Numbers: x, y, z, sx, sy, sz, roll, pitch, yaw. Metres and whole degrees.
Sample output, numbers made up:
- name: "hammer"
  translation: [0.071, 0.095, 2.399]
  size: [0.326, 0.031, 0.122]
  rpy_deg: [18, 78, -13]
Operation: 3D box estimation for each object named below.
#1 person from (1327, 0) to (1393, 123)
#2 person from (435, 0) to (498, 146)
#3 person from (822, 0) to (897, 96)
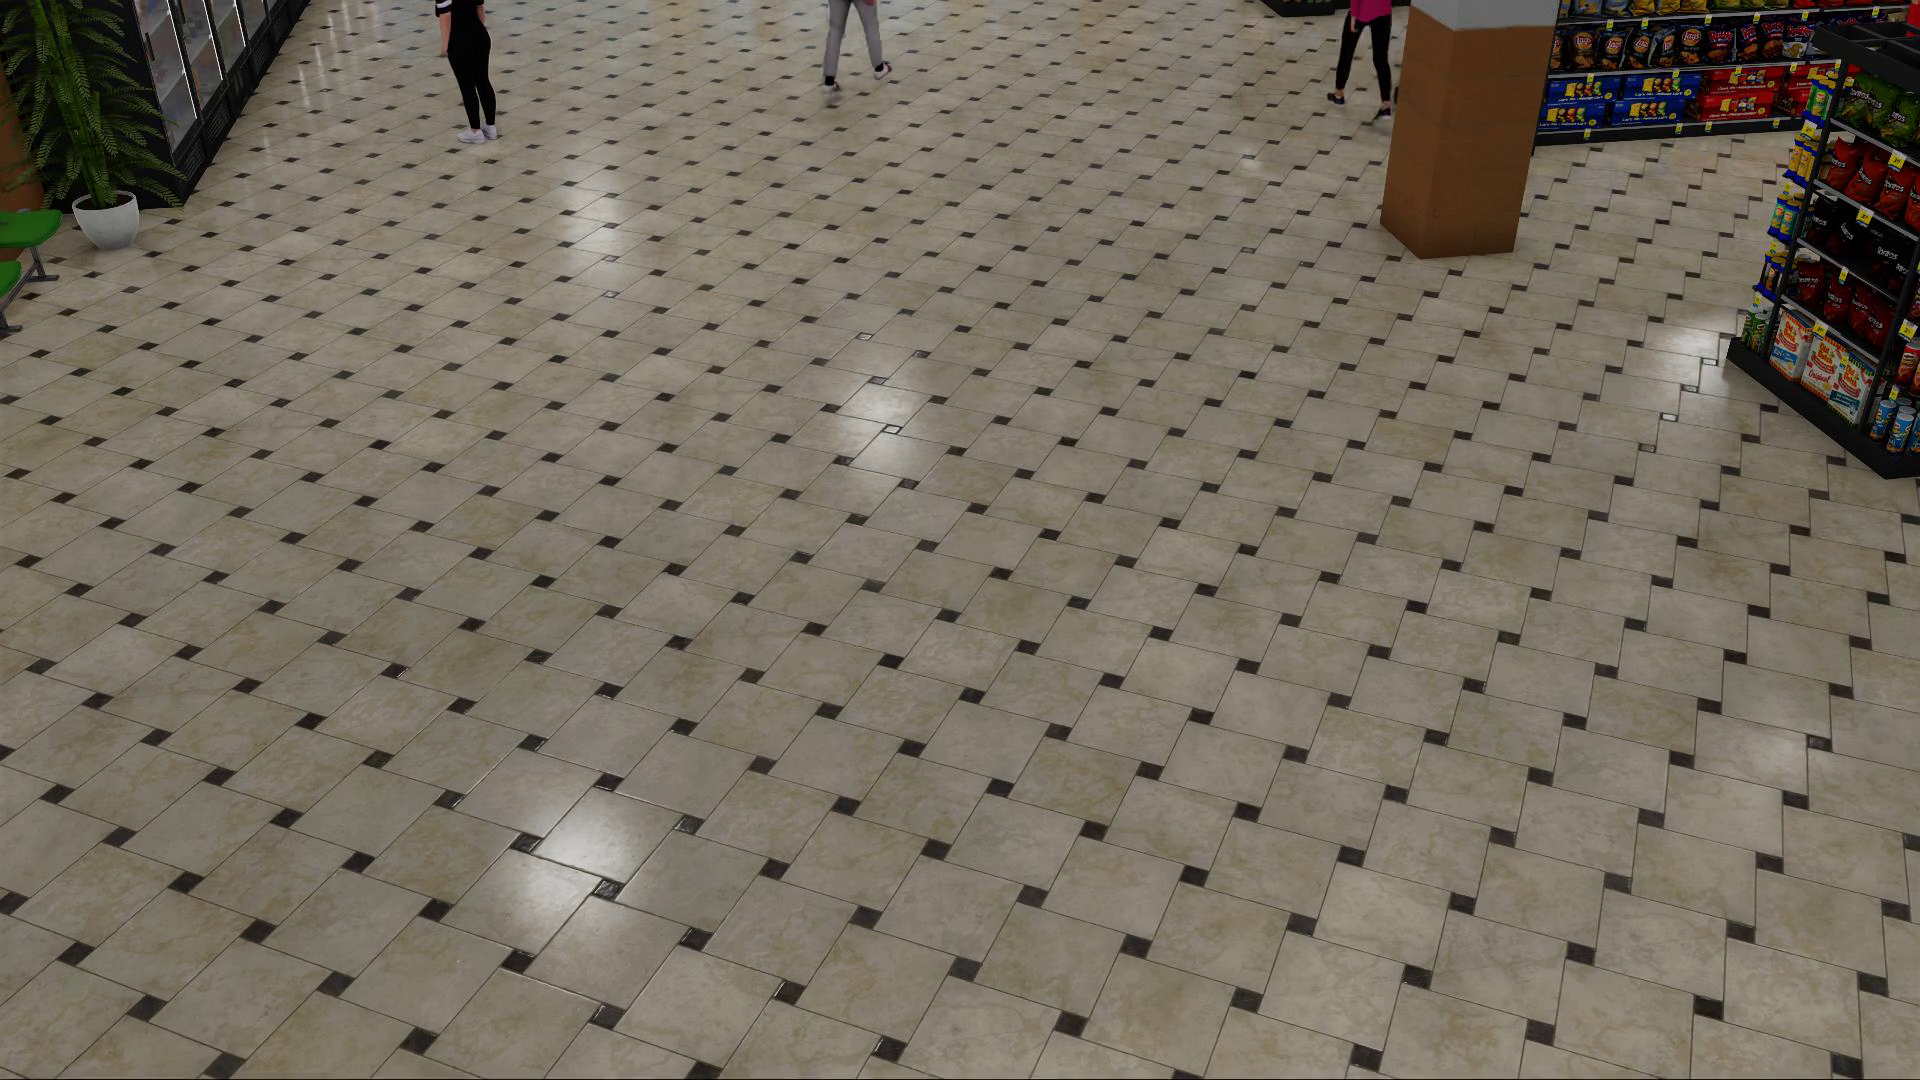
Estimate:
- name: "person"
  translation: [3.395, -4.221, 13.555]
  size: [1.072, 1.658, 0.647]
  rpy_deg: [-6, 32, -10]
- name: "person"
  translation: [-3.919, -3.971, 13.173]
  size: [0.770, 1.639, 0.709]
  rpy_deg: [21, 37, 30]
- name: "person"
  translation: [-0.993, -4.732, 14.147]
  size: [1.263, 1.900, 1.263]
  rpy_deg: [17, 36, 25]
